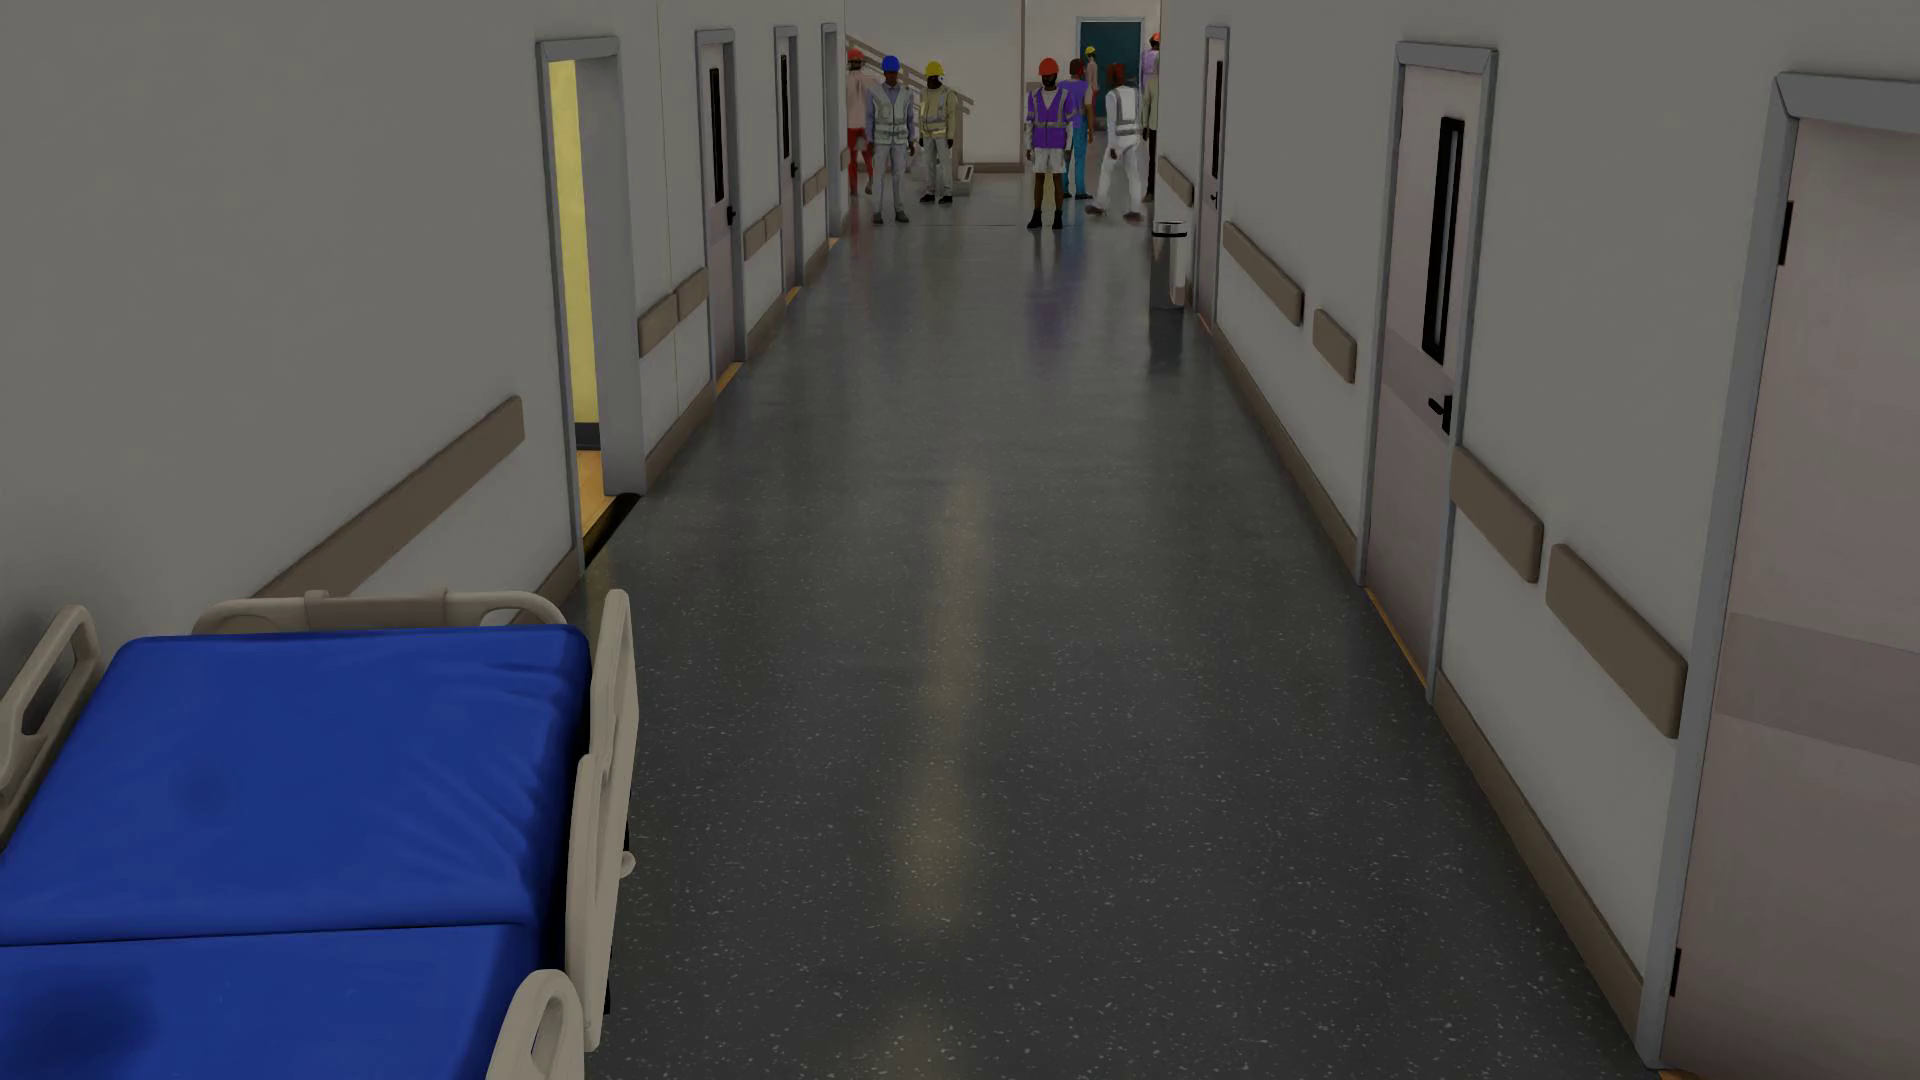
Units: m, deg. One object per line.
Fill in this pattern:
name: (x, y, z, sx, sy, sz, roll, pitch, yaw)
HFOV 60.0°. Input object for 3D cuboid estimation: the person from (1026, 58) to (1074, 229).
person: (1.025, -4.575, 19.241, 0.551, 1.934, 0.373, 5, 18, 16)

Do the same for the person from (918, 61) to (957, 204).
person: (-0.315, -5.346, 21.861, 0.591, 1.823, 0.404, 13, 22, 36)

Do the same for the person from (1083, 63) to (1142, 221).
person: (1.880, -4.821, 20.155, 0.617, 1.837, 0.943, -14, 22, -37)

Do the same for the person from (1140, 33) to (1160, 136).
person: (3.914, -9.196, 33.626, 0.409, 2.028, 0.615, -16, 24, -42)

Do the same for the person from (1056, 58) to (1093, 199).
person: (1.528, -5.507, 22.320, 0.575, 1.843, 0.375, 13, 22, 35)

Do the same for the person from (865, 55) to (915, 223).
person: (-0.829, -4.759, 19.797, 0.602, 1.949, 0.393, -5, 18, -16)

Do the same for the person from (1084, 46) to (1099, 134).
person: (2.654, -9.249, 34.221, 0.394, 1.749, 0.536, 7, 19, 22)

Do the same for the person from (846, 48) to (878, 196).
person: (-1.347, -5.627, 22.478, 0.643, 1.977, 0.695, -5, 18, -16)
